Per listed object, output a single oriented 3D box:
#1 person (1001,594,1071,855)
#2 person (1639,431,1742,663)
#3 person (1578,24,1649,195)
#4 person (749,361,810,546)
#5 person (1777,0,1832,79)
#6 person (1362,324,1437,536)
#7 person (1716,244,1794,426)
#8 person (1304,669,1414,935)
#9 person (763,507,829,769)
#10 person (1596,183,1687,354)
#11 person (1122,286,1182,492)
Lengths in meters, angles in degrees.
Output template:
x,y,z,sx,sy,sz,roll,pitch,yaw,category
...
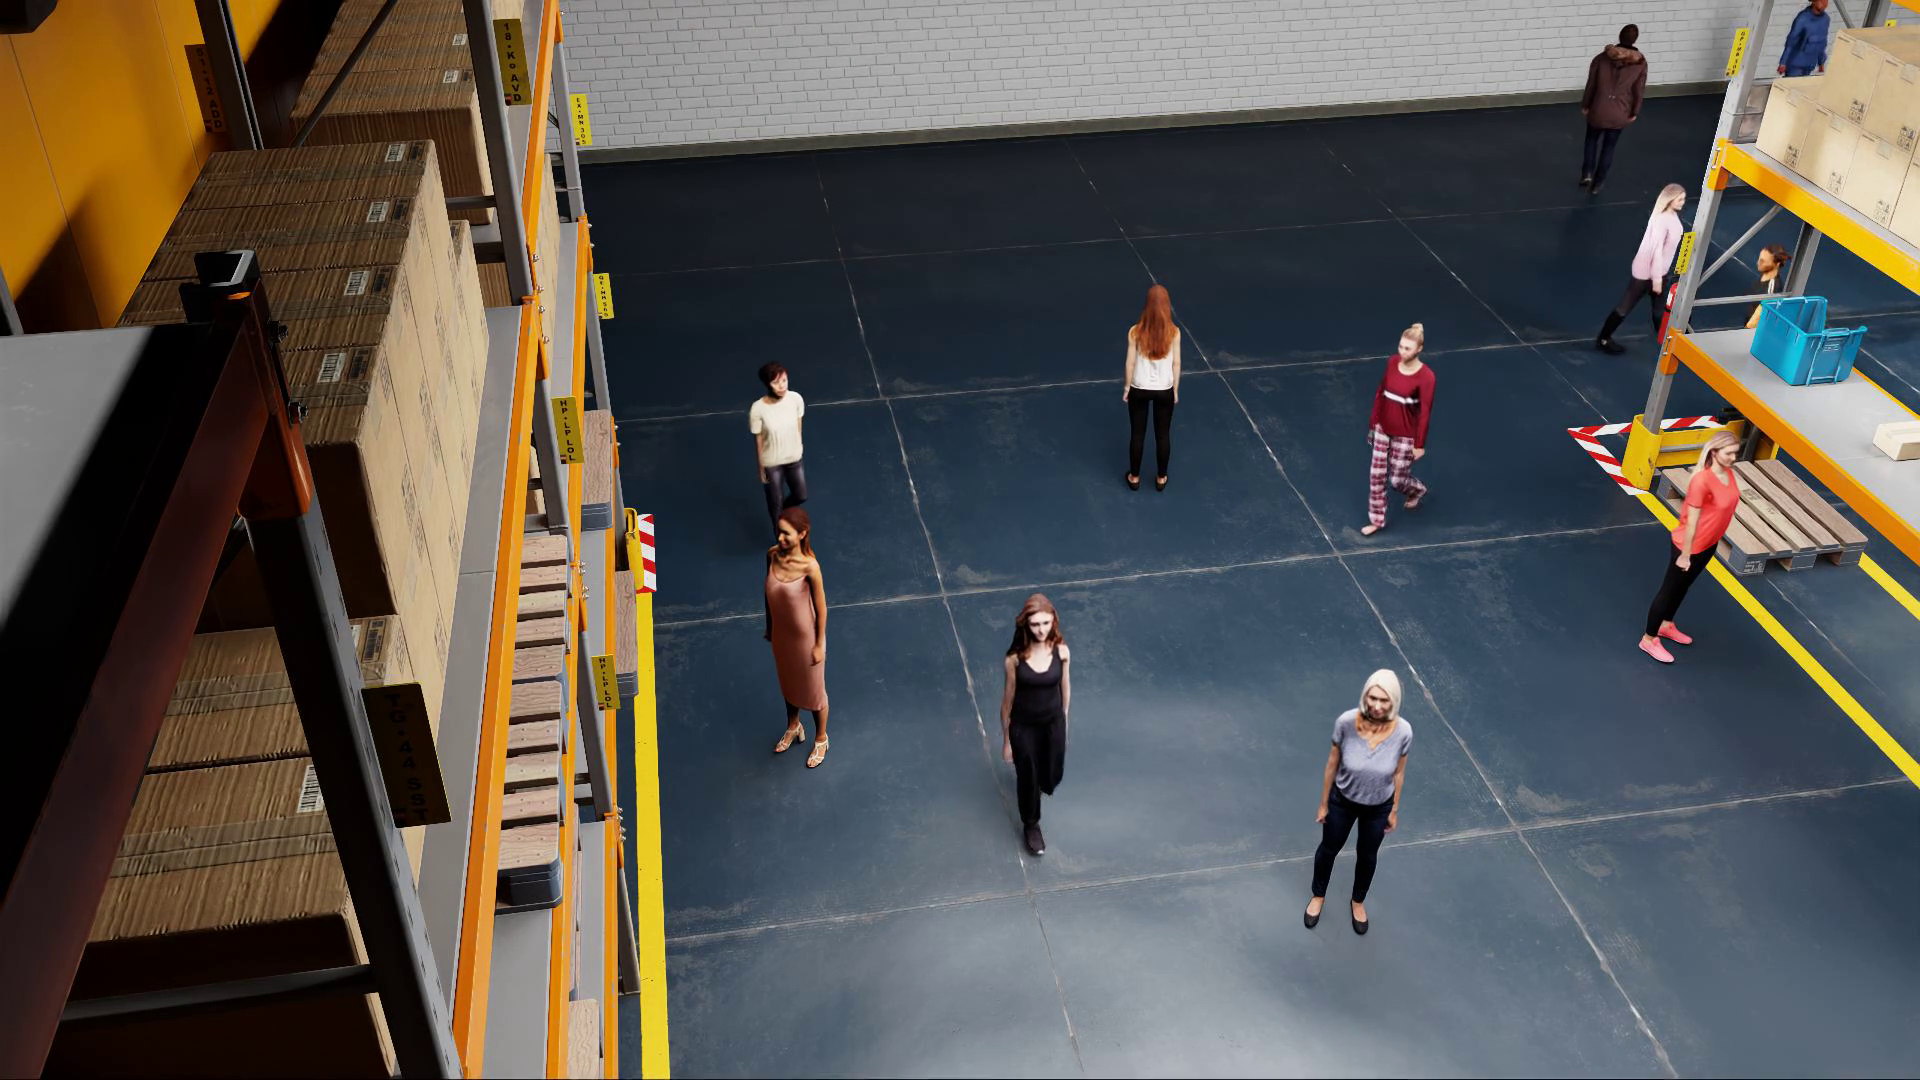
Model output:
x,y,z,sx,sy,sz,roll,pitch,yaw,category
0.404,1.007,9.572,0.601,1.734,0.799,-8,34,-11,person
4.894,0.017,11.097,0.679,1.694,0.705,-29,43,-36,person
6.982,-4.599,17.917,0.909,1.833,0.942,14,36,21,person
-1.344,-0.610,12.145,0.693,1.578,0.761,-16,37,-23,person
9.795,-5.643,19.525,0.759,1.792,0.721,-16,37,-22,person
3.298,-0.824,12.374,0.903,1.681,0.882,-25,41,-33,person
6.629,-1.655,13.654,0.773,1.649,0.693,9,35,14,person
2.161,1.402,8.989,0.644,1.722,0.630,7,34,10,person
-0.980,0.584,10.121,0.656,1.831,0.712,20,39,28,person
6.018,-2.390,14.761,1.115,1.647,1.034,22,40,30,person
1.486,-1.155,12.841,0.623,1.716,0.571,2,34,3,person
